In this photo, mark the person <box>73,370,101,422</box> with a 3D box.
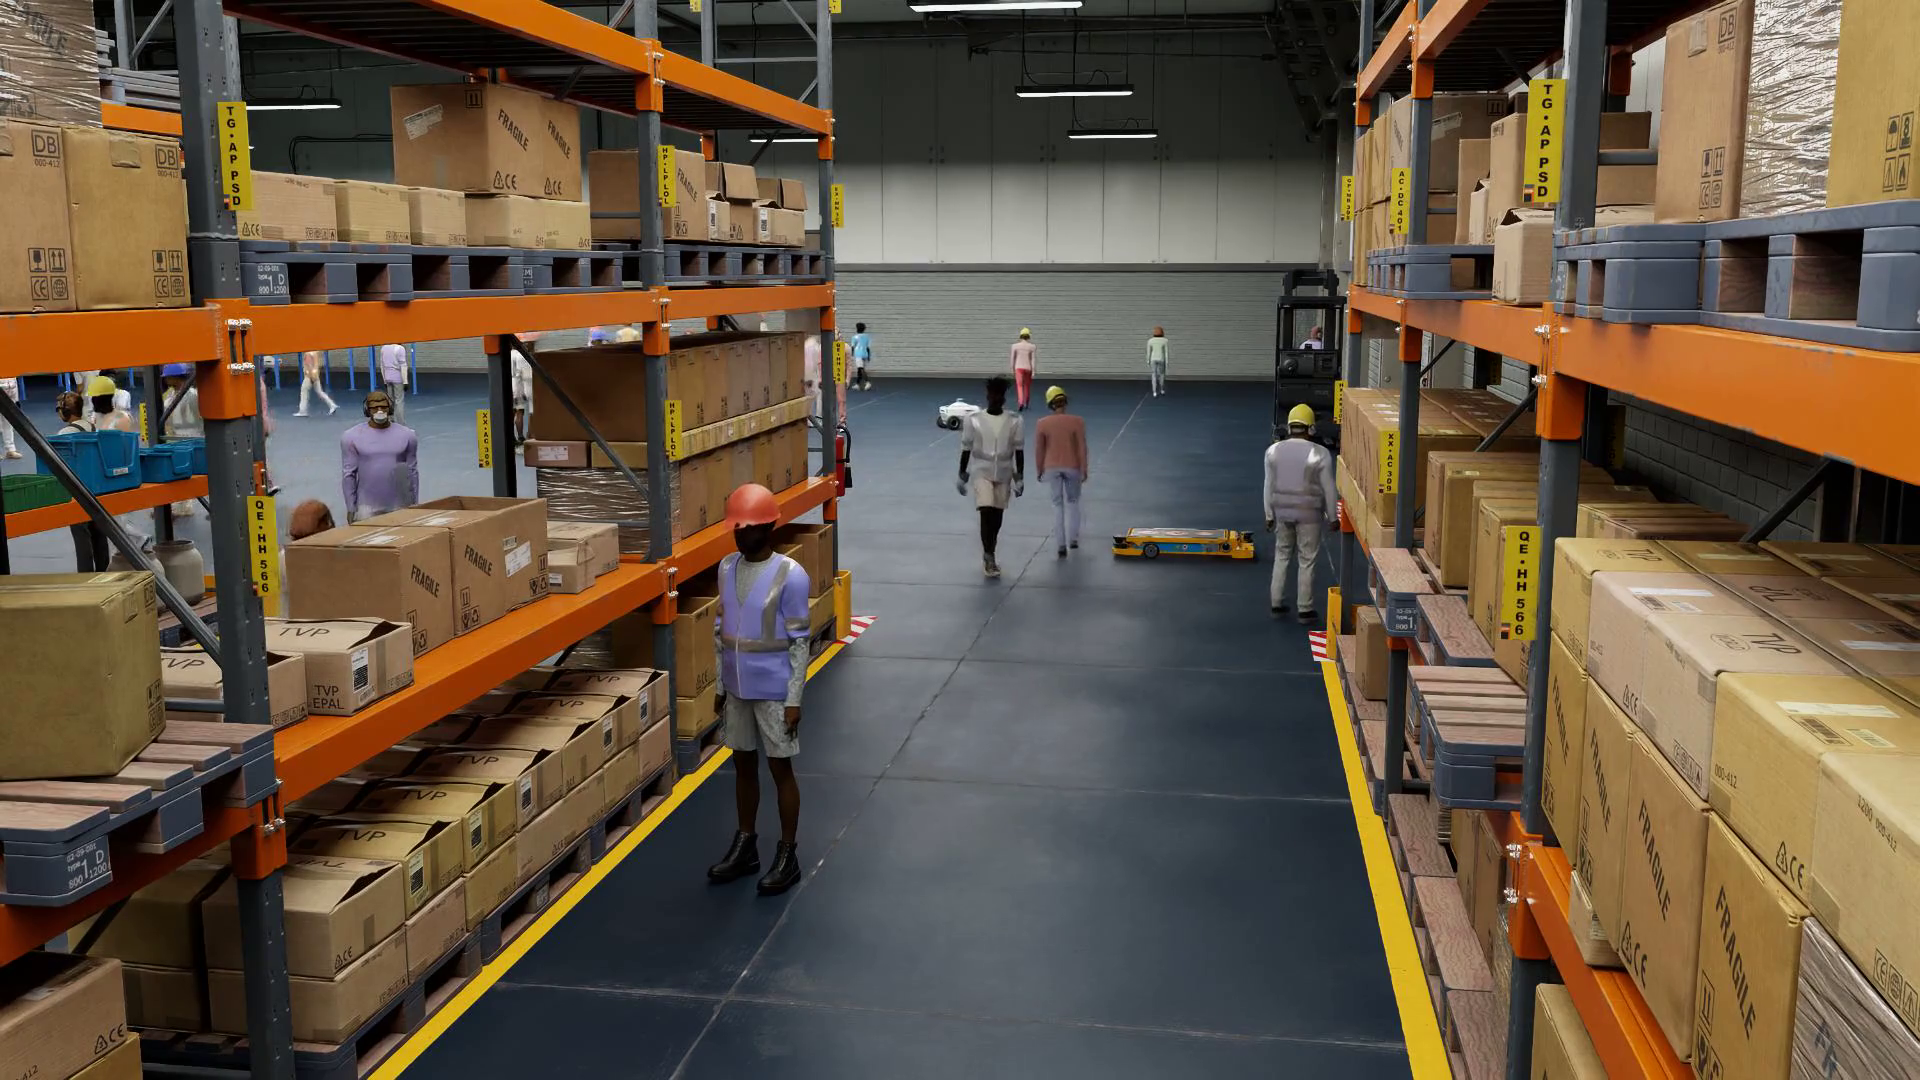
[{"bbox_3d":[-12.842,-1.979,24.549,0.310,1.868,0.532,4,10,23],"label":"person"}]

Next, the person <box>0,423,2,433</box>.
[{"bbox_3d":[-17.635,-2.703,29.814,0.780,1.603,0.545,-3,10,-17],"label":"person"}]

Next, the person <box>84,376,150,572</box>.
[{"bbox_3d":[-8.222,-0.645,16.168,0.614,1.913,0.532,6,11,33],"label":"person"}]

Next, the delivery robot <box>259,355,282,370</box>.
[{"bbox_3d":[-19.795,-5.084,47.585,0.707,0.478,0.477,1,9,9],"label":"delivery robot"}]

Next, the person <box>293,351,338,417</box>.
[{"bbox_3d":[-12.977,-3.287,33.427,0.796,1.605,0.513,0,9,-3],"label":"person"}]

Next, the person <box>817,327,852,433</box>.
[{"bbox_3d":[-2.286,-2.914,30.190,0.641,1.913,0.408,1,9,7],"label":"person"}]

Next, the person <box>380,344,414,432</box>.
[{"bbox_3d":[-10.169,-2.889,29.987,0.590,1.926,0.388,5,11,30],"label":"person"}]

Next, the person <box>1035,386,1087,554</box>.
[{"bbox_3d":[1.042,-0.730,17.288,0.549,1.709,0.640,1,9,6],"label":"person"}]

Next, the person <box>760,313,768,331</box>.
[{"bbox_3d":[-5.137,-4.892,42.491,0.677,1.869,0.960,-7,12,-37],"label":"person"}]

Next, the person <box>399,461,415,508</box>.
[{"bbox_3d":[-4.735,-0.166,14.149,0.534,1.601,0.714,5,10,27],"label":"person"}]

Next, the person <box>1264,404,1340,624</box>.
[{"bbox_3d":[2.817,-0.215,13.815,0.612,1.827,0.418,7,12,37],"label":"person"}]

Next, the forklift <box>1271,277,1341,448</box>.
[{"bbox_3d":[5.847,-3.016,27.970,1.129,2.768,1.873,1,9,9],"label":"forklift"}]

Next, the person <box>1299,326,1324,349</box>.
[{"bbox_3d":[6.536,-2.977,30.599,0.402,1.904,0.652,-8,12,-39],"label":"person"}]

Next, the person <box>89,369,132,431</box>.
[{"bbox_3d":[-10.864,-1.370,21.326,0.321,1.695,0.537,7,12,38],"label":"person"}]

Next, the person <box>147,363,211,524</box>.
[{"bbox_3d":[-8.937,-1.121,19.189,0.623,1.885,1.009,9,13,43],"label":"person"}]

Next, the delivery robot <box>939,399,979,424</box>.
[{"bbox_3d":[-0.012,-2.384,30.932,0.707,0.478,0.477,-5,10,-26],"label":"delivery robot"}]

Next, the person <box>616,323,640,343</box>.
[{"bbox_3d":[-7.761,-4.325,38.972,0.562,1.895,0.991,-2,9,-10],"label":"person"}]

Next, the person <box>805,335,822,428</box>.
[{"bbox_3d":[-2.635,-3.032,31.022,0.706,1.874,0.649,-1,9,-3],"label":"person"}]

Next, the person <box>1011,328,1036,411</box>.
[{"bbox_3d":[1.344,-3.597,34.993,0.519,1.721,0.914,0,9,-2],"label":"person"}]

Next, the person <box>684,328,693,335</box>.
[{"bbox_3d":[-6.158,-4.025,37.964,0.528,1.617,0.587,0,9,1],"label":"person"}]

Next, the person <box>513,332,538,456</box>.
[{"bbox_3d":[-6.792,-2.346,26.488,0.629,1.986,1.064,6,11,33],"label":"person"}]

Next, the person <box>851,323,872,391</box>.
[{"bbox_3d":[-2.388,-4.476,40.599,0.852,1.659,0.536,9,13,43],"label":"person"}]

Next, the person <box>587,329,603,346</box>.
[{"bbox_3d":[-6.094,-2.640,28.440,0.629,1.932,0.643,9,13,44],"label":"person"}]

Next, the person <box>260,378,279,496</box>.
[{"bbox_3d":[-8.899,-1.387,20.842,0.405,1.888,0.685,-1,9,-5],"label":"person"}]

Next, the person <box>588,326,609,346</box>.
[{"bbox_3d":[-6.934,-3.199,31.849,0.551,1.940,0.345,5,11,30],"label":"person"}]

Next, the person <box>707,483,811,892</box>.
[{"bbox_3d":[-0.961,0.692,7.869,0.542,1.938,0.358,6,11,33],"label":"person"}]

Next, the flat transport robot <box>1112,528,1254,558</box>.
[{"bbox_3d":[2.319,0.022,17.257,1.431,0.197,0.652,1,9,9],"label":"flat transport robot"}]

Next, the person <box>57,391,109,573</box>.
[{"bbox_3d":[-7.975,-0.429,15.092,0.331,1.840,0.512,1,9,4],"label":"person"}]

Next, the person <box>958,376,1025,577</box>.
[{"bbox_3d":[0.304,-0.654,16.238,0.620,1.919,0.975,-2,9,-10],"label":"person"}]

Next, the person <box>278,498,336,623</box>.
[{"bbox_3d":[-3.718,0.568,9.593,0.514,1.616,0.610,4,10,21],"label":"person"}]

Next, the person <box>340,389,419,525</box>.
[{"bbox_3d":[-4.823,-0.287,13.901,0.627,1.941,0.371,-5,11,-30],"label":"person"}]

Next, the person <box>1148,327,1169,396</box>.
[{"bbox_3d":[4.663,-4.188,38.979,0.523,1.592,0.801,3,10,16],"label":"person"}]

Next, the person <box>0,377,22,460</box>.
[{"bbox_3d":[-14.895,-2.170,25.843,0.430,1.841,0.640,4,10,23],"label":"person"}]

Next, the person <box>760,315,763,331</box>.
[{"bbox_3d":[-4.994,-4.617,40.491,0.462,1.970,0.643,-4,10,-24],"label":"person"}]

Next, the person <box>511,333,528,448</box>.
[{"bbox_3d":[-7.331,-2.501,27.556,0.543,1.939,0.370,8,13,42],"label":"person"}]

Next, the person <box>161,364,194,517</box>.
[{"bbox_3d":[-9.424,-1.207,19.872,0.624,1.845,0.430,7,11,36],"label":"person"}]
